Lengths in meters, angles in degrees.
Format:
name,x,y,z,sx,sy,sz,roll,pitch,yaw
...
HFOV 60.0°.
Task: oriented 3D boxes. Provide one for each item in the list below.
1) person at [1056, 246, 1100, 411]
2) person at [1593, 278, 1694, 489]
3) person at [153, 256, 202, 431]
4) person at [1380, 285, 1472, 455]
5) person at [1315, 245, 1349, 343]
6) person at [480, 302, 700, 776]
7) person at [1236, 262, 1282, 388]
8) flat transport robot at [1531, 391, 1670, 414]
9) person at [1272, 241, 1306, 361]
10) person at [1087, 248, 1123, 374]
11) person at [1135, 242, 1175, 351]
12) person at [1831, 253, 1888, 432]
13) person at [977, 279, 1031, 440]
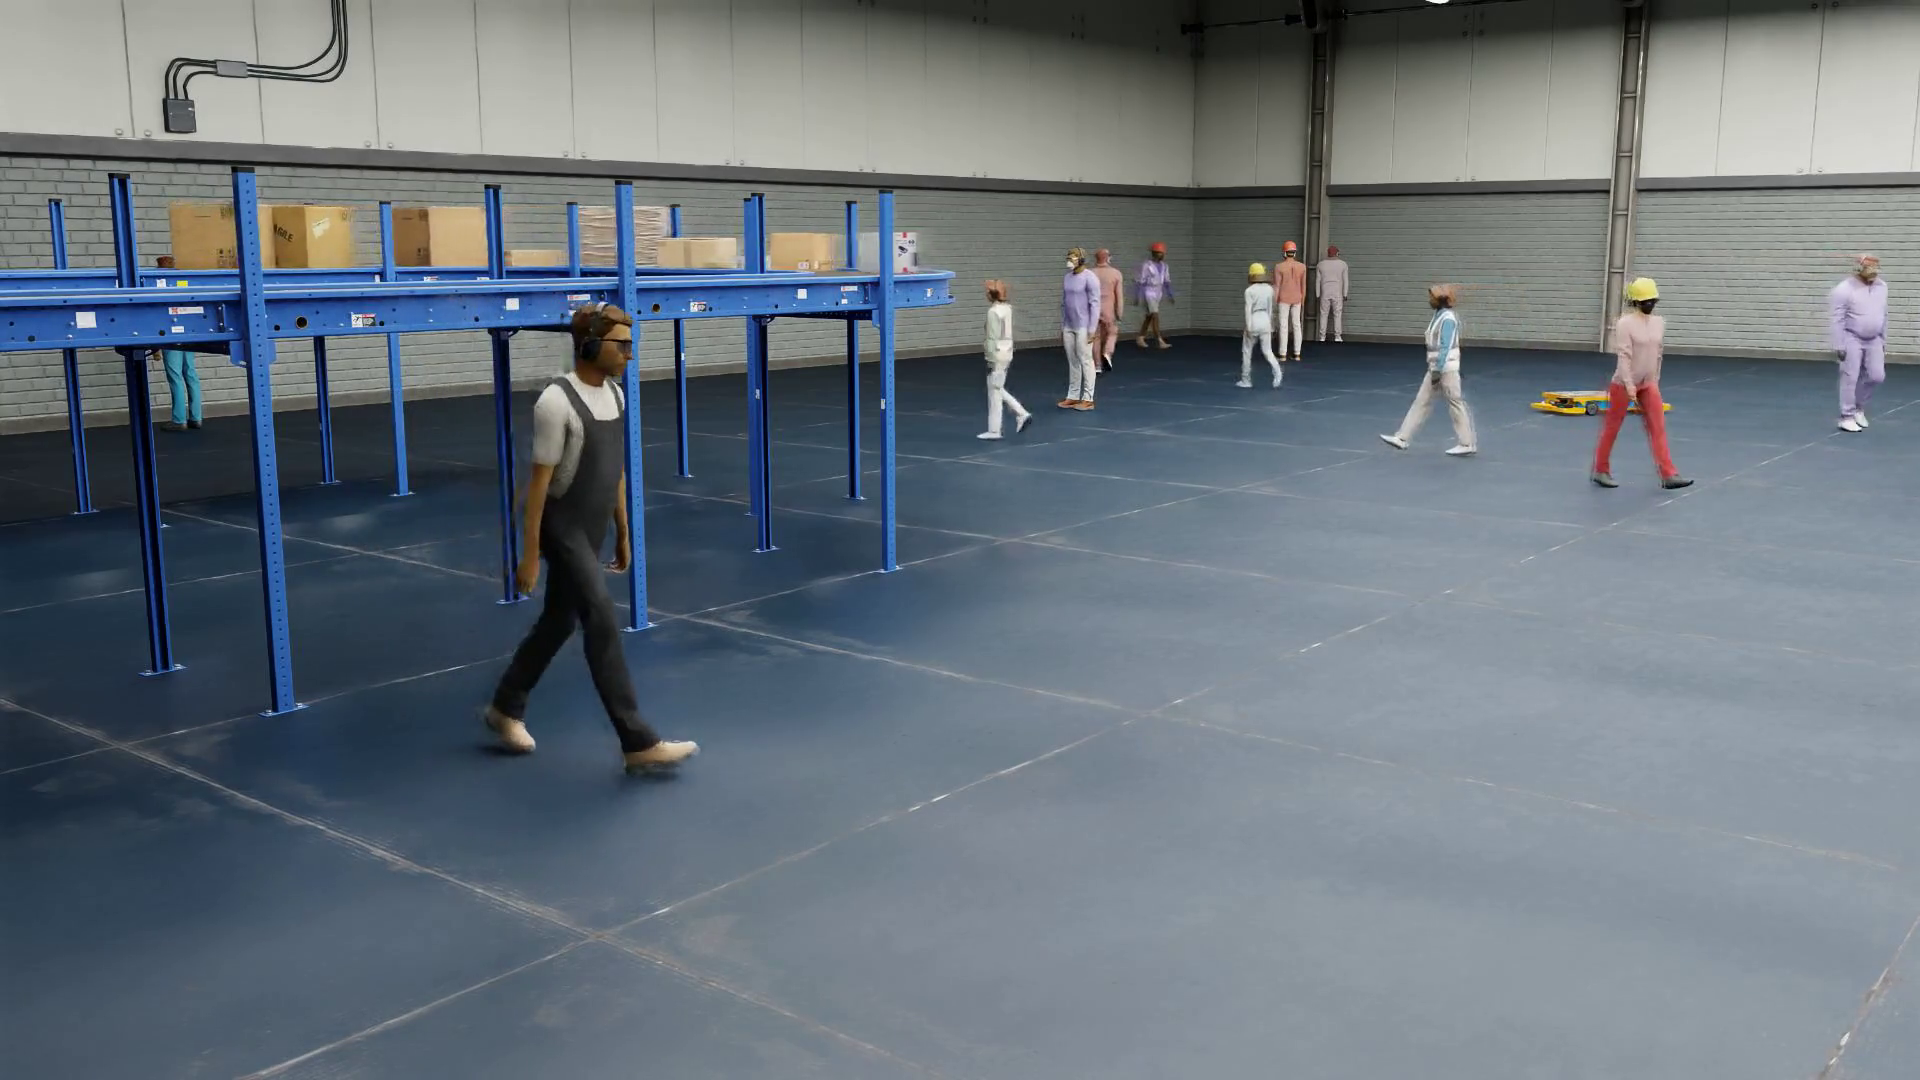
name,x,y,z,sx,sy,sz,roll,pitch,yaw
person,1.419,-2.527,19.881,0.352,1.937,0.635,-7,12,-33
person,5.517,-1.248,13.441,0.531,1.710,0.887,-4,11,-20
person,-8.360,-2.099,17.762,0.388,1.847,0.563,3,11,17
person,4.456,-1.595,15.667,0.860,1.585,0.535,0,10,1
person,7.372,-4.876,32.985,0.651,1.907,0.409,3,11,16
person,-1.509,-0.007,6.358,0.978,1.795,0.564,3,11,14
person,4.121,-2.941,22.795,0.486,1.716,0.764,-4,11,-23
flat transport robot,7.596,-1.642,19.719,1.431,0.197,0.652,-2,10,-13
person,5.522,-4.018,27.987,0.612,1.994,0.394,-3,11,-17
person,2.138,-3.446,25.114,0.648,1.894,0.483,2,11,13
person,3.600,-4.525,30.866,0.632,1.983,1.068,-9,13,-39
person,9.520,-2.083,17.586,0.685,1.879,0.414,-2,10,-10
person,0.425,-1.818,16.800,0.456,1.624,0.533,3,11,18
